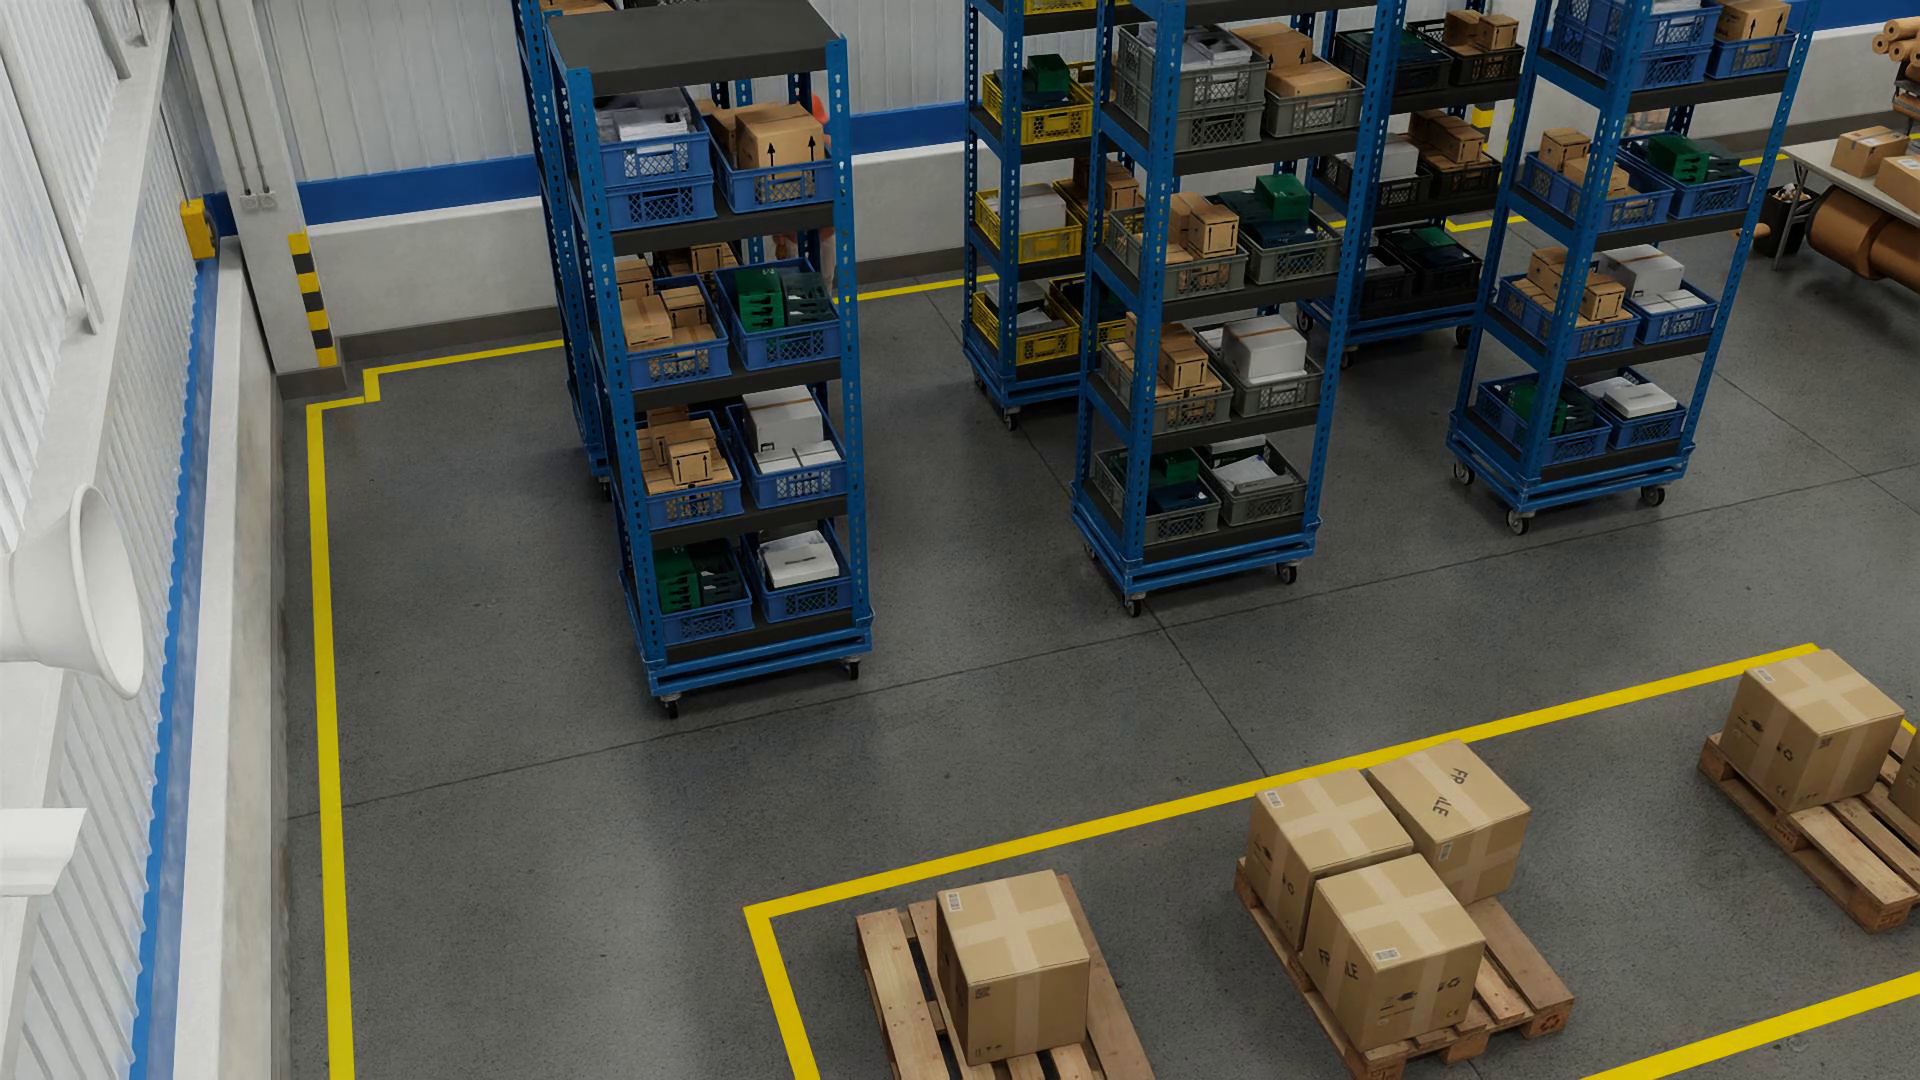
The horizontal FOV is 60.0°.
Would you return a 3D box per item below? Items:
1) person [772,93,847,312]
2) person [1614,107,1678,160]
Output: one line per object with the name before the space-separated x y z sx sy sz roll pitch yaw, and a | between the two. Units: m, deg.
person | -1.040 -2.161 11.613 0.625 1.991 0.392 -27 43 -33
person | 5.449 -3.148 13.315 0.514 1.639 0.310 -8 36 -11
